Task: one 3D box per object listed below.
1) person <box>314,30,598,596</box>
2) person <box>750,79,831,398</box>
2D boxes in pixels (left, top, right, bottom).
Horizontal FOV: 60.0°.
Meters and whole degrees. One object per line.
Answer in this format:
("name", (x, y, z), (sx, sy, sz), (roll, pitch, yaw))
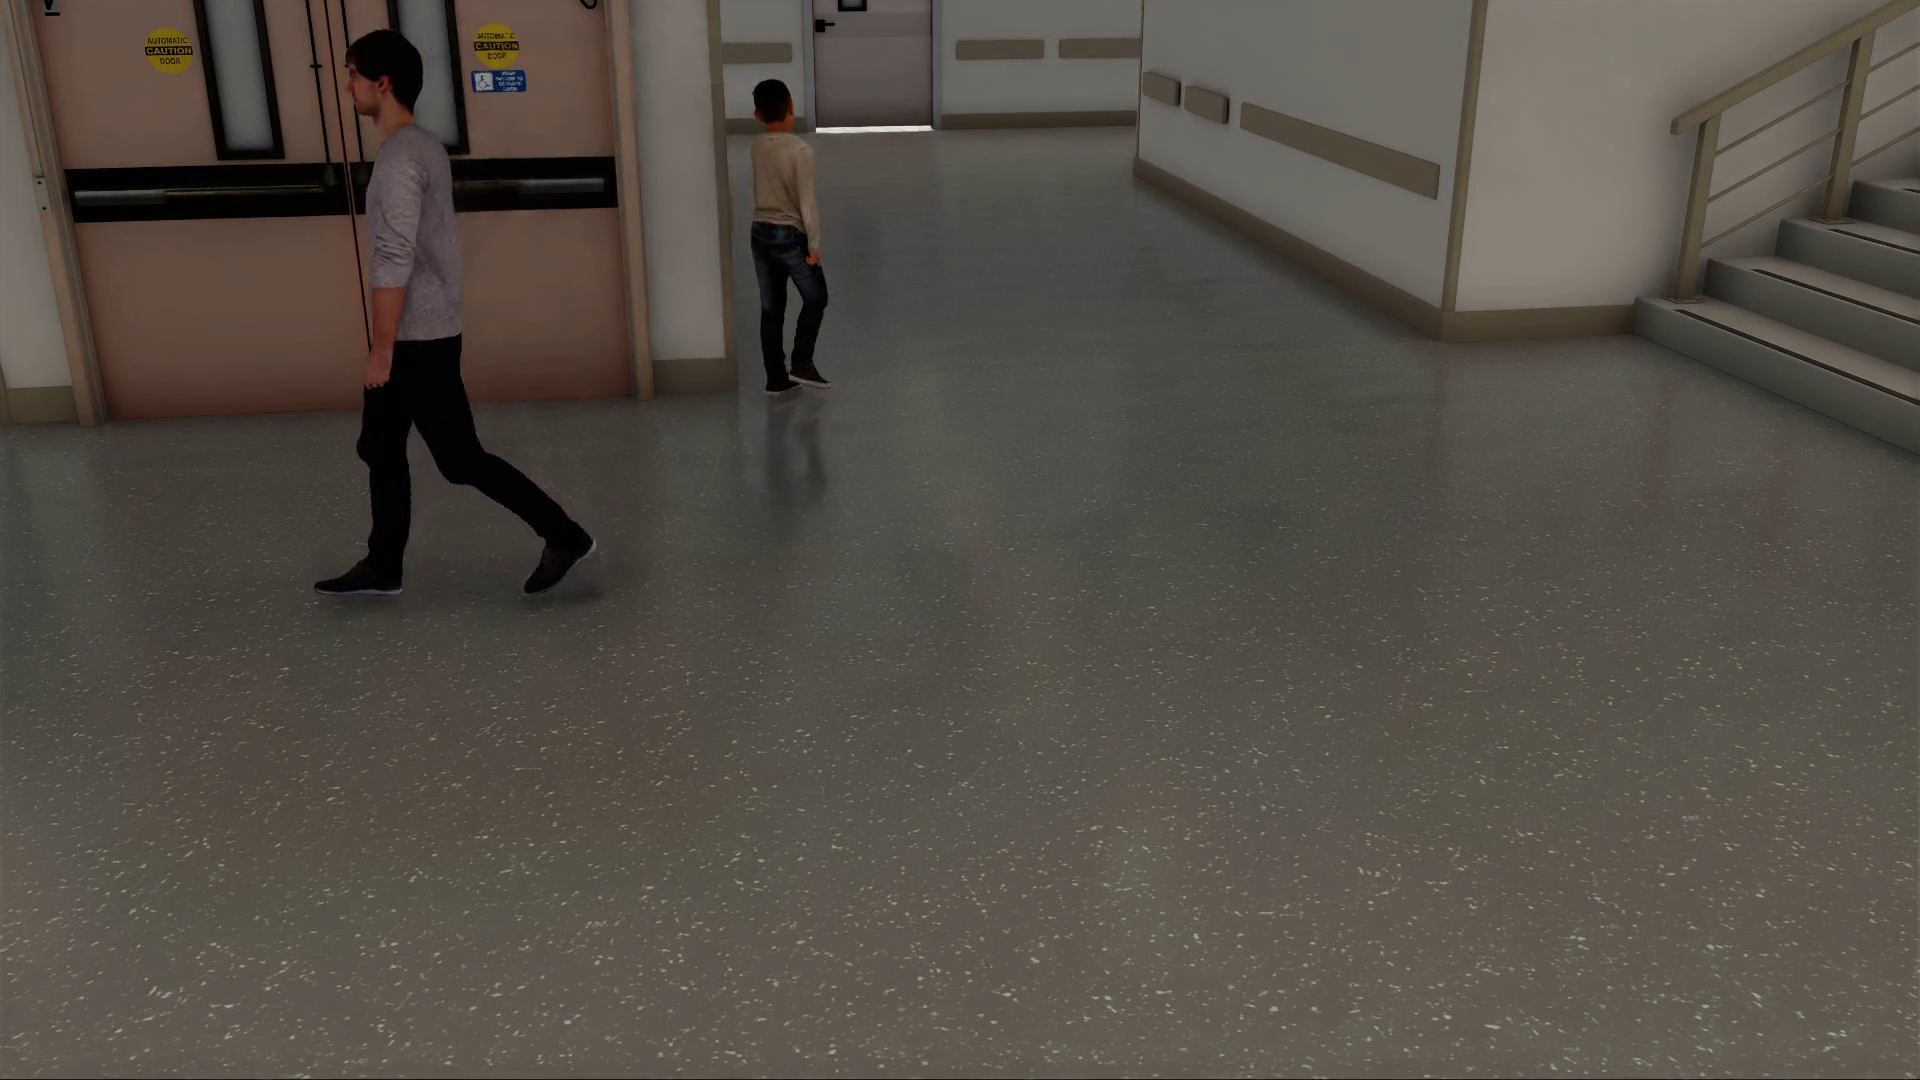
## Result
("person", (-1.614, -0.640, 5.267), (1.171, 1.808, 0.761), (-6, 22, -16))
("person", (-0.873, -1.358, 7.672), (0.649, 1.447, 0.715), (13, 24, 31))
